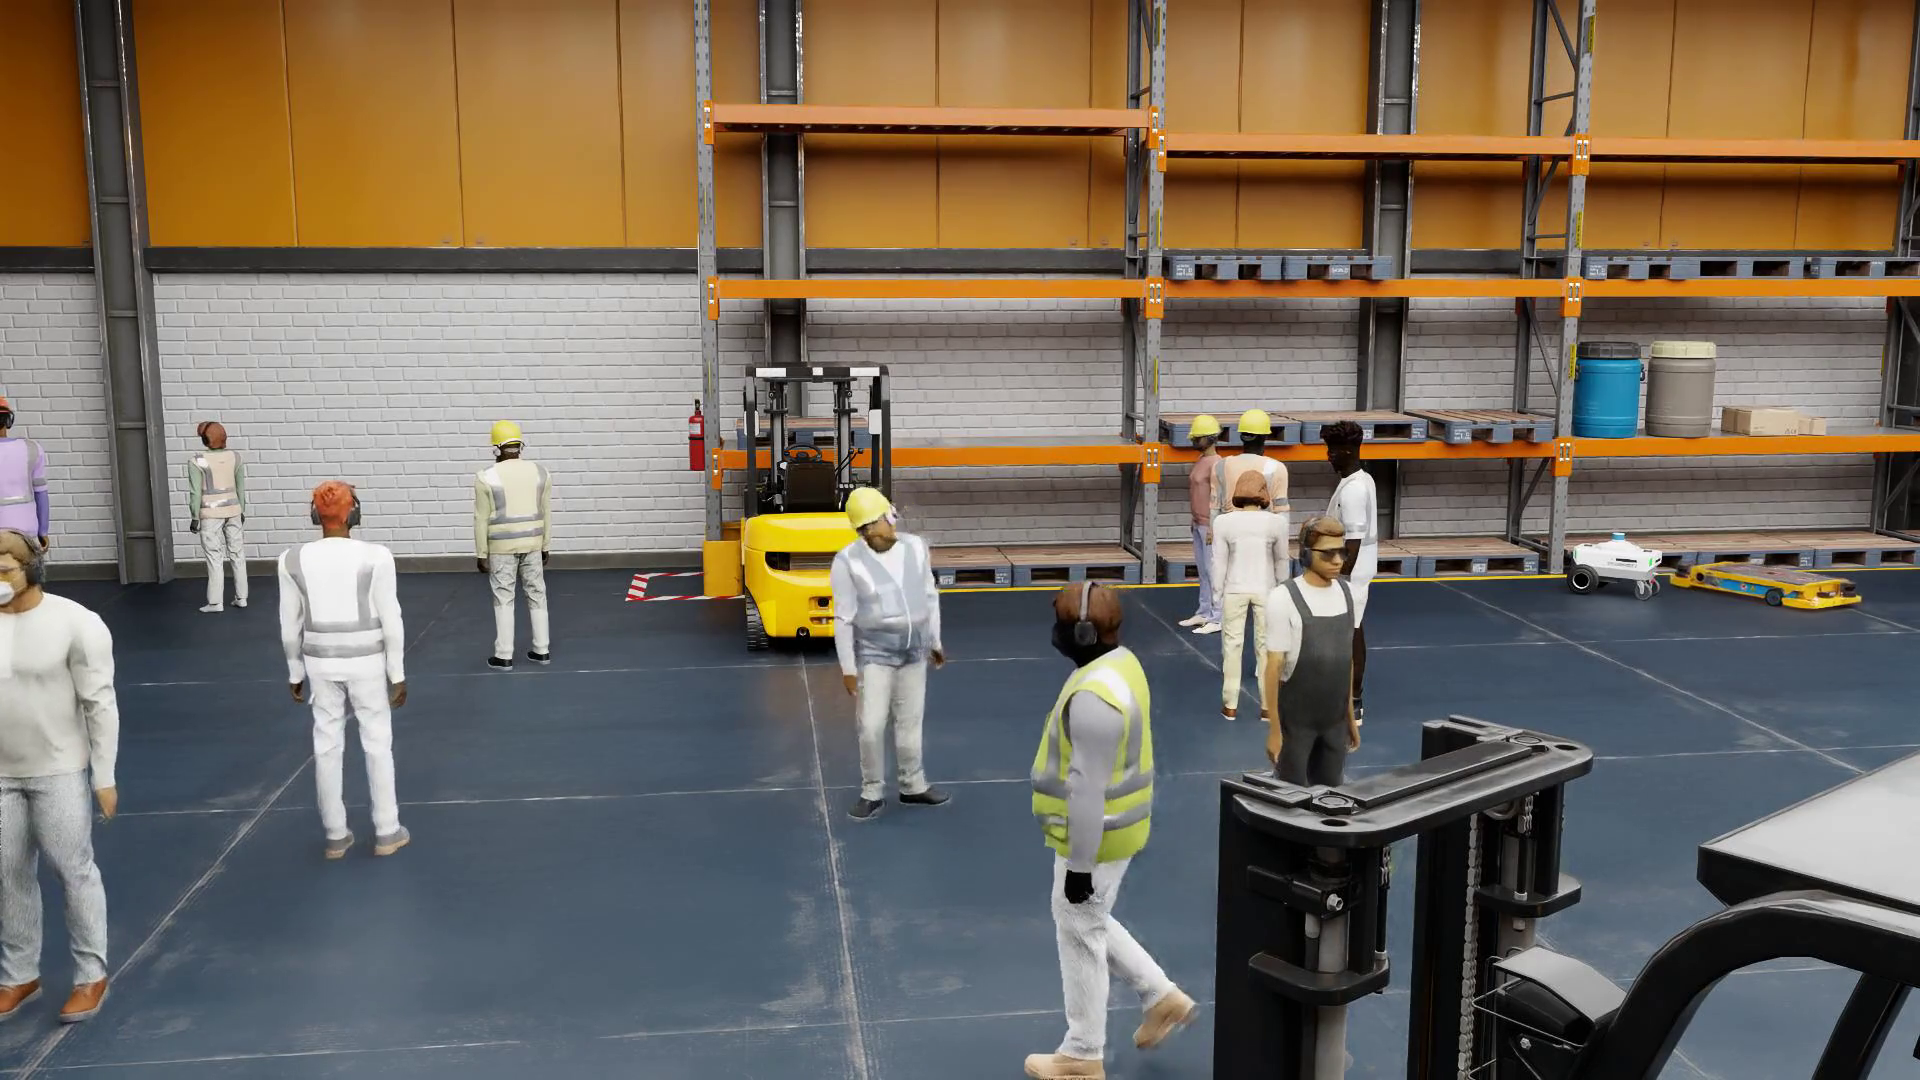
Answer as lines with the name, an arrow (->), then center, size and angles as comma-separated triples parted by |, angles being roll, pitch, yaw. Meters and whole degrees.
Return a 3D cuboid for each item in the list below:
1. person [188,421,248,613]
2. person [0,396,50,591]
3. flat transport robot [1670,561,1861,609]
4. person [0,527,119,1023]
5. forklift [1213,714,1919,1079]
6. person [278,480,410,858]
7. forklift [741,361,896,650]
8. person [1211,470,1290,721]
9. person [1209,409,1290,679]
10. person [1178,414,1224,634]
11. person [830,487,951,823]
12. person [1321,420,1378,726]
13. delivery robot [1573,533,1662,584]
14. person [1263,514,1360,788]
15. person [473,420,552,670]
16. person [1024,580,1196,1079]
person -> -6.318, -0.196, 14.183 | 0.308, 1.645, 0.514 | 6, 11, 32
person -> -6.929, -0.052, 12.065 | 0.390, 2.034, 0.605 | 7, 11, 35
flat transport robot -> 7.168, 0.382, 14.845 | 0.652, 0.197, 1.431 | -5, 11, -30
person -> -3.576, 0.901, 6.413 | 0.637, 1.937, 0.355 | 0, 9, -1
forklift -> 1.441, 1.425, 2.350 | 1.214, 2.155, 2.313 | -7, 12, -39
person -> -3.028, 0.642, 8.211 | 0.578, 1.882, 0.369 | -1, 9, -4
forklift -> -1.154, -0.340, 13.365 | 1.214, 2.155, 2.313 | -1, 9, -7
person -> 1.871, 0.360, 10.743 | 0.498, 1.633, 0.279 | 2, 9, 12
person -> 2.072, 0.030, 11.882 | 0.584, 1.928, 0.374 | 5, 11, 30
person -> 1.970, -0.129, 13.385 | 0.309, 1.769, 0.524 | -2, 9, -10
person -> -0.342, 0.599, 8.802 | 0.691, 1.789, 0.405 | -6, 11, -33
person -> 2.477, 0.210, 10.667 | 0.380, 1.959, 0.603 | 3, 10, 19
delivery robot -> 5.906, 0.178, 14.940 | 0.707, 0.478, 0.477 | 7, 11, 36
person -> 1.555, 0.796, 7.363 | 0.514, 1.843, 0.328 | -5, 10, -29
person -> -3.273, 0.037, 12.186 | 0.591, 1.823, 0.404 | -8, 12, -39
person -> 0.508, 1.044, 5.883 | 0.518, 1.829, 0.628 | 2, 9, 11
